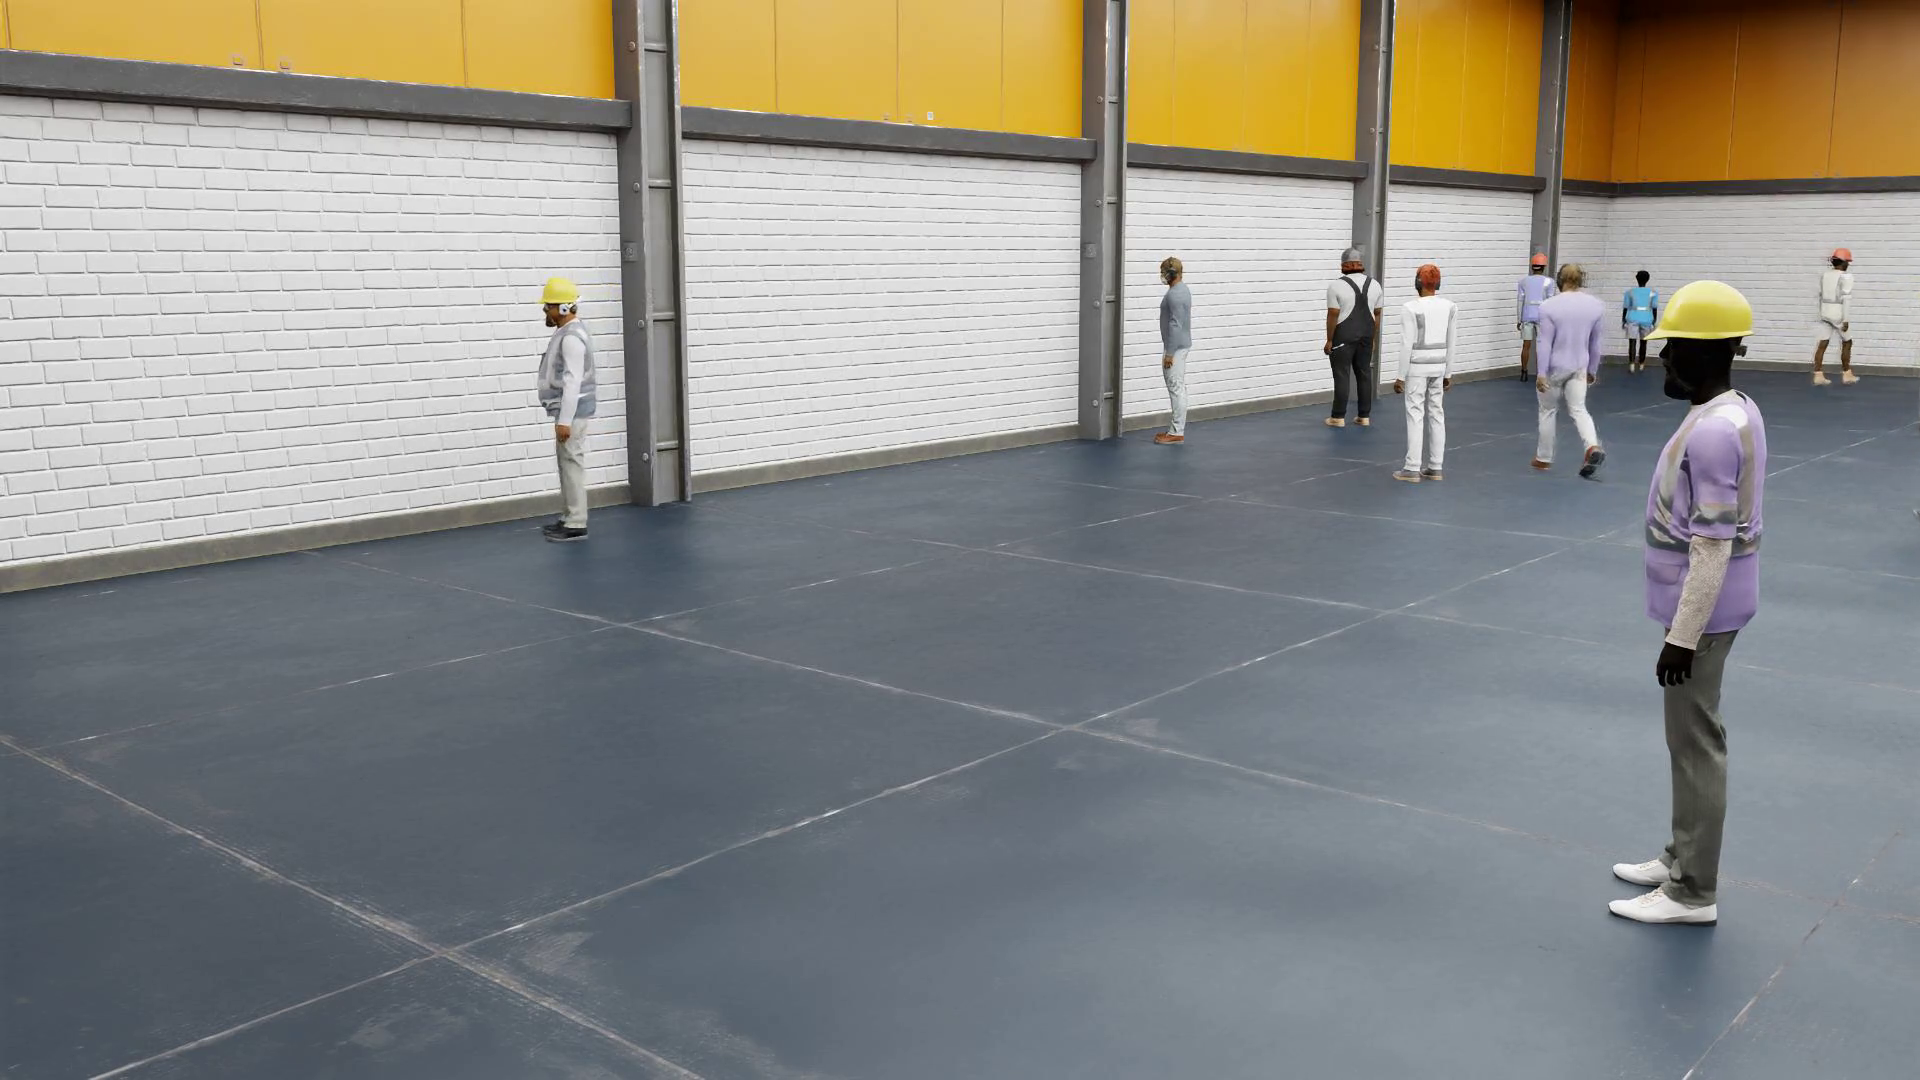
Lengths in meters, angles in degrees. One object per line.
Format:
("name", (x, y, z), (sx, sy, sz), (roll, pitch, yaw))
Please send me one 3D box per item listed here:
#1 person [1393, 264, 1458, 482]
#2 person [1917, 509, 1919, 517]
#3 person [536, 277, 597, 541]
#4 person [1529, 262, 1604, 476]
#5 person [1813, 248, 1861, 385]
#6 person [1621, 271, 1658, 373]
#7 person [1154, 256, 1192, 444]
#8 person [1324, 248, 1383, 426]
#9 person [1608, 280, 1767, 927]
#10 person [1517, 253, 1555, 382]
("person", (4.032, -1.445, 14.451), (0.585, 1.882, 0.343), (-4, 11, -23))
("person", (6.811, -0.855, 11.291), (0.467, 1.819, 0.597), (0, 10, -3))
("person", (-2.723, -0.905, 11.536), (0.403, 1.829, 0.604), (-3, 10, -15))
("person", (5.436, -1.519, 14.822), (0.641, 1.911, 0.902), (-2, 10, -9))
("person", (12.999, -3.284, 24.549), (0.884, 2.008, 0.650), (-3, 11, -19))
("person", (11.096, -3.564, 27.167), (0.543, 1.662, 0.788), (3, 10, 17))
("person", (2.211, -1.956, 17.227), (0.373, 1.935, 0.628), (2, 10, 12))
("person", (4.427, -2.316, 18.969), (0.681, 2.000, 0.536), (-3, 10, -17))
("person", (2.189, 0.197, 4.984), (0.365, 1.928, 0.585), (5, 11, 25))
("person", (8.718, -3.360, 25.205), (0.546, 1.939, 0.375), (6, 11, 29))
